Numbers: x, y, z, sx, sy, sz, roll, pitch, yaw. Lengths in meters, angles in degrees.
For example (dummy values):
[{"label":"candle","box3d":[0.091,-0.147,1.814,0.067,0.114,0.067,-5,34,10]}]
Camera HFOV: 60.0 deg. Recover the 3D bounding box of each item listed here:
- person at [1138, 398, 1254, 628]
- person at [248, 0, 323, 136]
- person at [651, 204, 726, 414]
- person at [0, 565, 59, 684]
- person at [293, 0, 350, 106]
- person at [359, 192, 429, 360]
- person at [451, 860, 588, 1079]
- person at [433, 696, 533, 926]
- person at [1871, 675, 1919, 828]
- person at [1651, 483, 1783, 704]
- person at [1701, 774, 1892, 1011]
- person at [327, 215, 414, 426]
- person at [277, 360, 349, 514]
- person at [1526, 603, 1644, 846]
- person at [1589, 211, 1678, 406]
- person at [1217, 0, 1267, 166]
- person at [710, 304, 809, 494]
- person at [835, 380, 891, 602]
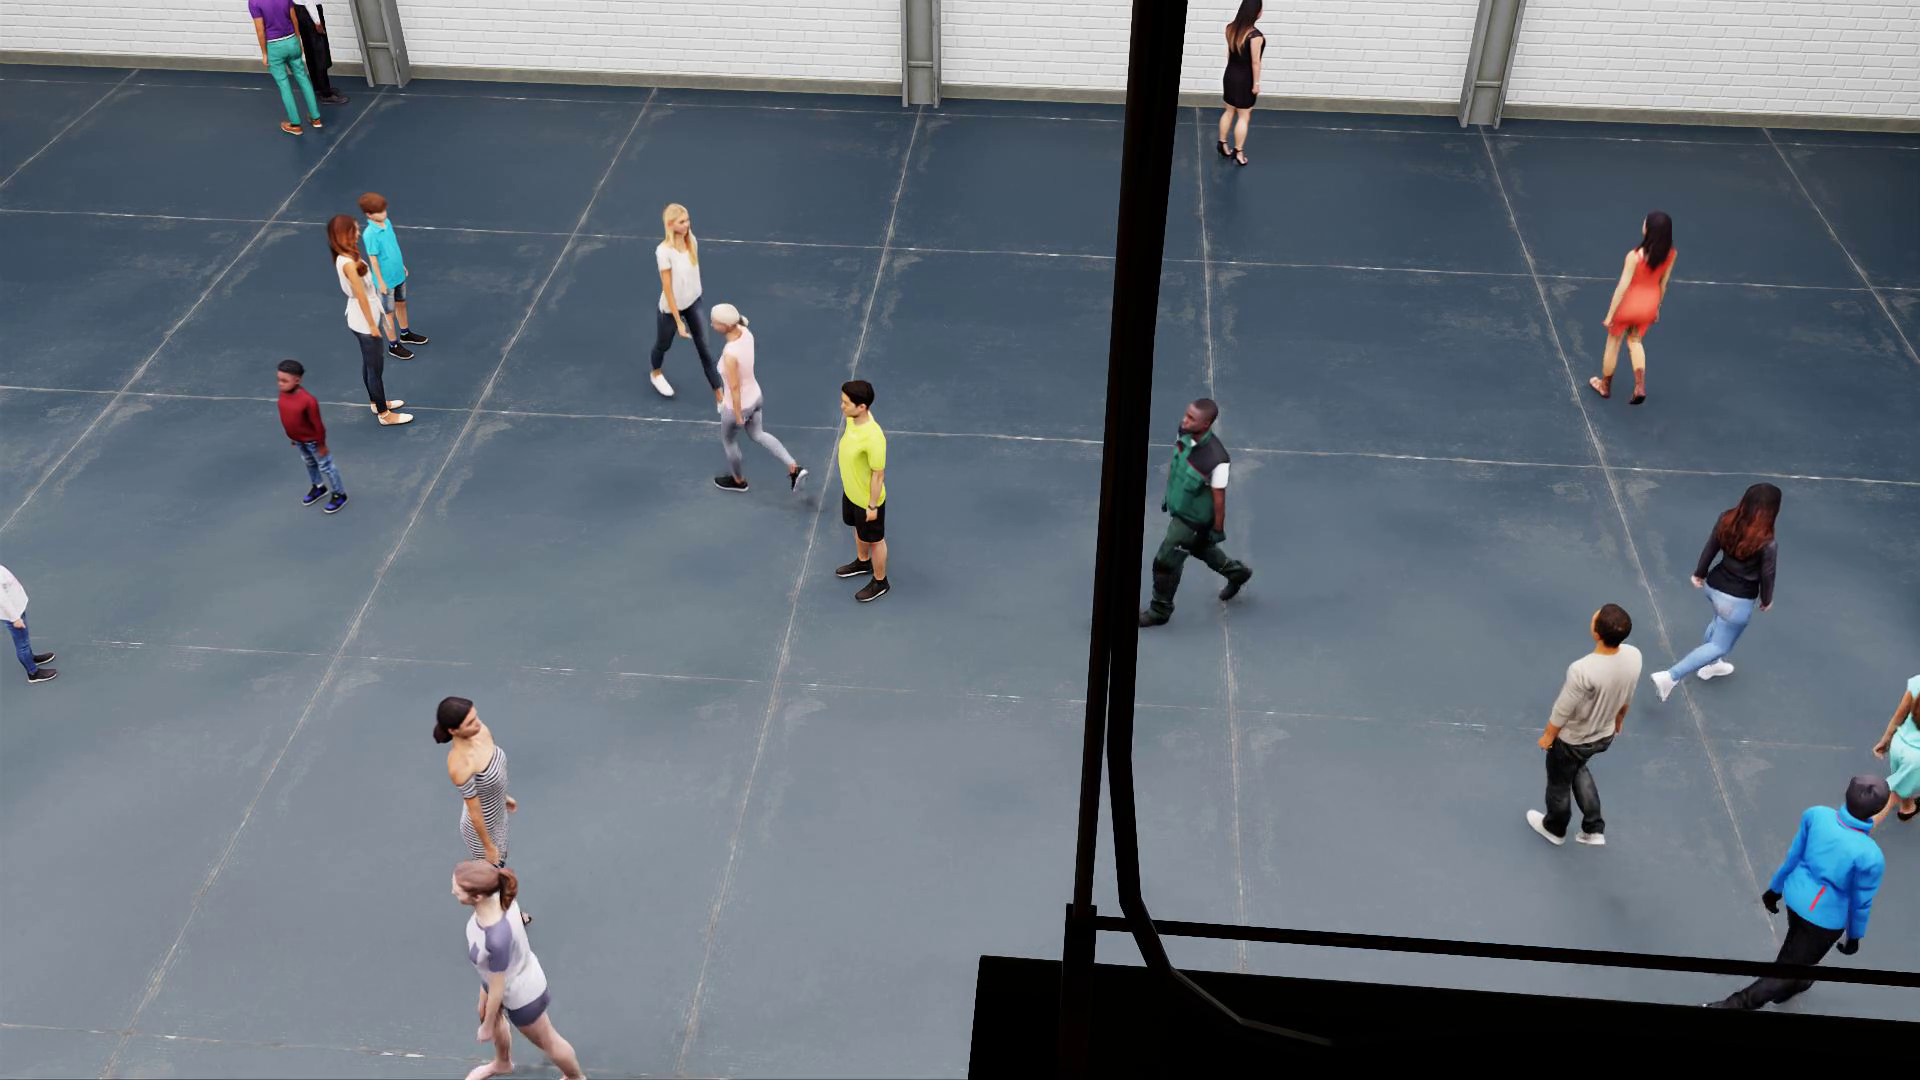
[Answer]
[{"label":"person","box3d":[1.621,-0.197,11.017,1.257,1.808,0.965,-11,40,-13]},{"label":"person","box3d":[-6.991,-5.077,17.161,0.739,1.767,0.704,30,47,32]},{"label":"person","box3d":[-2.277,-1.819,13.092,1.262,1.753,1.086,29,47,31]},{"label":"person","box3d":[-6.169,0.436,10.785,0.591,1.107,0.539,-20,43,-23]},{"label":"person","box3d":[-6.951,-5.572,17.724,0.758,1.837,0.709,-26,45,-28]},{"label":"person","box3d":[-4.767,-2.226,13.844,0.526,1.450,0.549,9,40,11]},{"label":"person","box3d":[-2.074,2.158,8.117,0.913,1.747,0.768,-14,41,-17]},{"label":"person","box3d":[-2.533,1.518,8.859,0.548,1.822,0.609,0,39,0]},{"label":"person","box3d":[5.364,1.250,9.440,1.109,1.514,0.832,-12,40,-15]},{"label":"person","box3d":[4.800,0.366,10.472,1.110,1.608,0.874,-13,40,-15]},{"label":"person","box3d":[4.242,1.894,8.428,1.204,1.770,0.963,-13,40,-16]},{"label":"person","box3d":[-4.643,-1.708,12.929,0.689,1.783,0.676,-17,42,-20]},{"label":"person","box3d":[-4.774,-0.784,12.197,0.533,1.252,0.631,20,43,23]},{"label":"person","box3d":[3.565,1.136,9.356,0.835,1.797,0.886,-17,42,-20]},{"label":"person","box3d":[5.347,-1.774,13.071,0.874,1.708,0.817,-8,39,-10]},{"label":"person","box3d":[2.801,-4.570,16.570,0.779,1.712,0.745,-20,43,-23]},{"label":"person","box3d":[-1.504,-0.986,12.101,1.067,1.688,0.768,14,41,17]},{"label":"person","box3d":[-0.653,-0.369,11.311,0.720,1.709,0.703,-19,42,-22]}]
